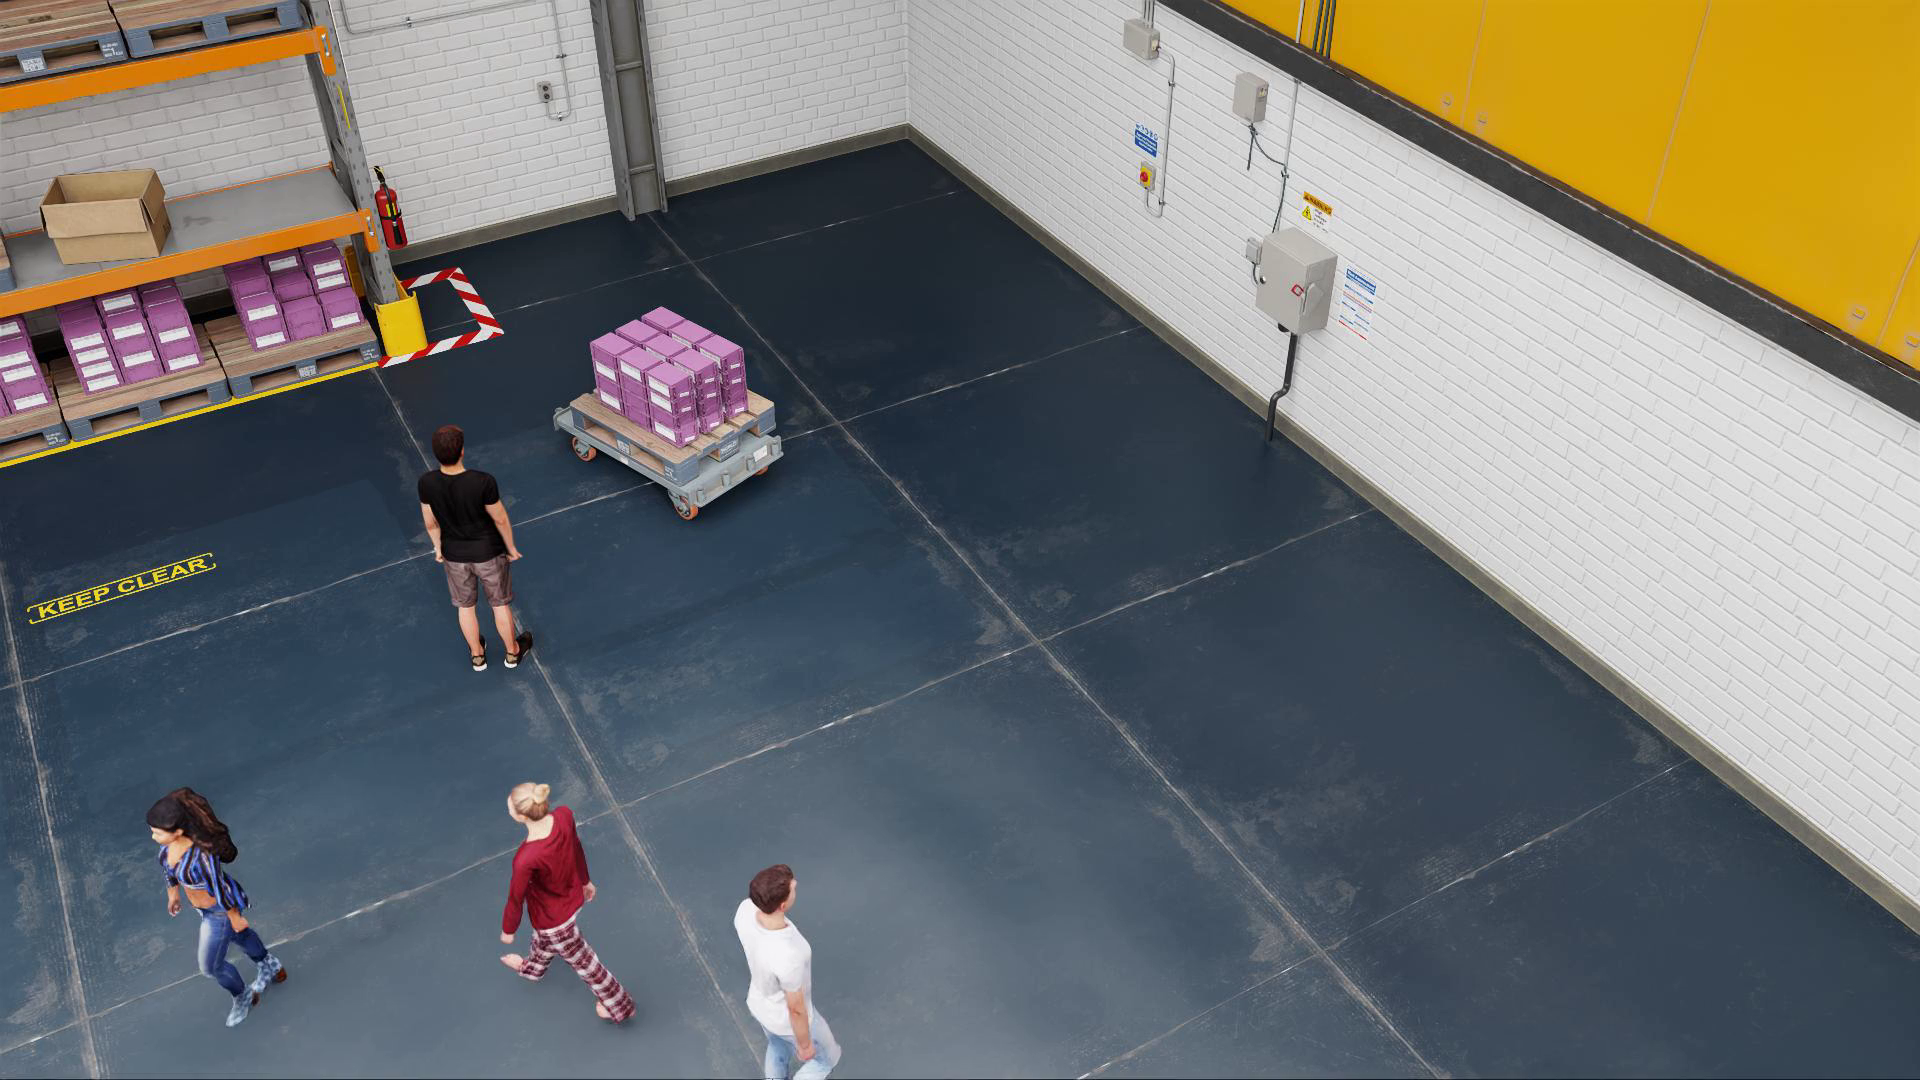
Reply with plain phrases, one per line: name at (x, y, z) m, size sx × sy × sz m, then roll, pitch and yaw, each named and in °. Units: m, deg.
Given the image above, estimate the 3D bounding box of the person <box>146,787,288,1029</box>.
person at (-3.744, 1.817, 8.519) m, size 0.712 × 1.606 × 0.703 m, roll -31°, pitch 48°, yaw -33°

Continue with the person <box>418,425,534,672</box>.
person at (-3.090, 0.063, 10.511) m, size 0.690 × 1.862 × 0.831 m, roll -2°, pitch 39°, yaw -2°

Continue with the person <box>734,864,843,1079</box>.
person at (-0.898, 2.245, 7.797) m, size 0.717 × 1.838 × 0.715 m, roll -26°, pitch 45°, yaw -28°

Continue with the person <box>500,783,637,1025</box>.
person at (-1.964, 1.874, 8.407) m, size 1.110 × 1.657 × 1.059 m, roll 10°, pitch 40°, yaw 13°
